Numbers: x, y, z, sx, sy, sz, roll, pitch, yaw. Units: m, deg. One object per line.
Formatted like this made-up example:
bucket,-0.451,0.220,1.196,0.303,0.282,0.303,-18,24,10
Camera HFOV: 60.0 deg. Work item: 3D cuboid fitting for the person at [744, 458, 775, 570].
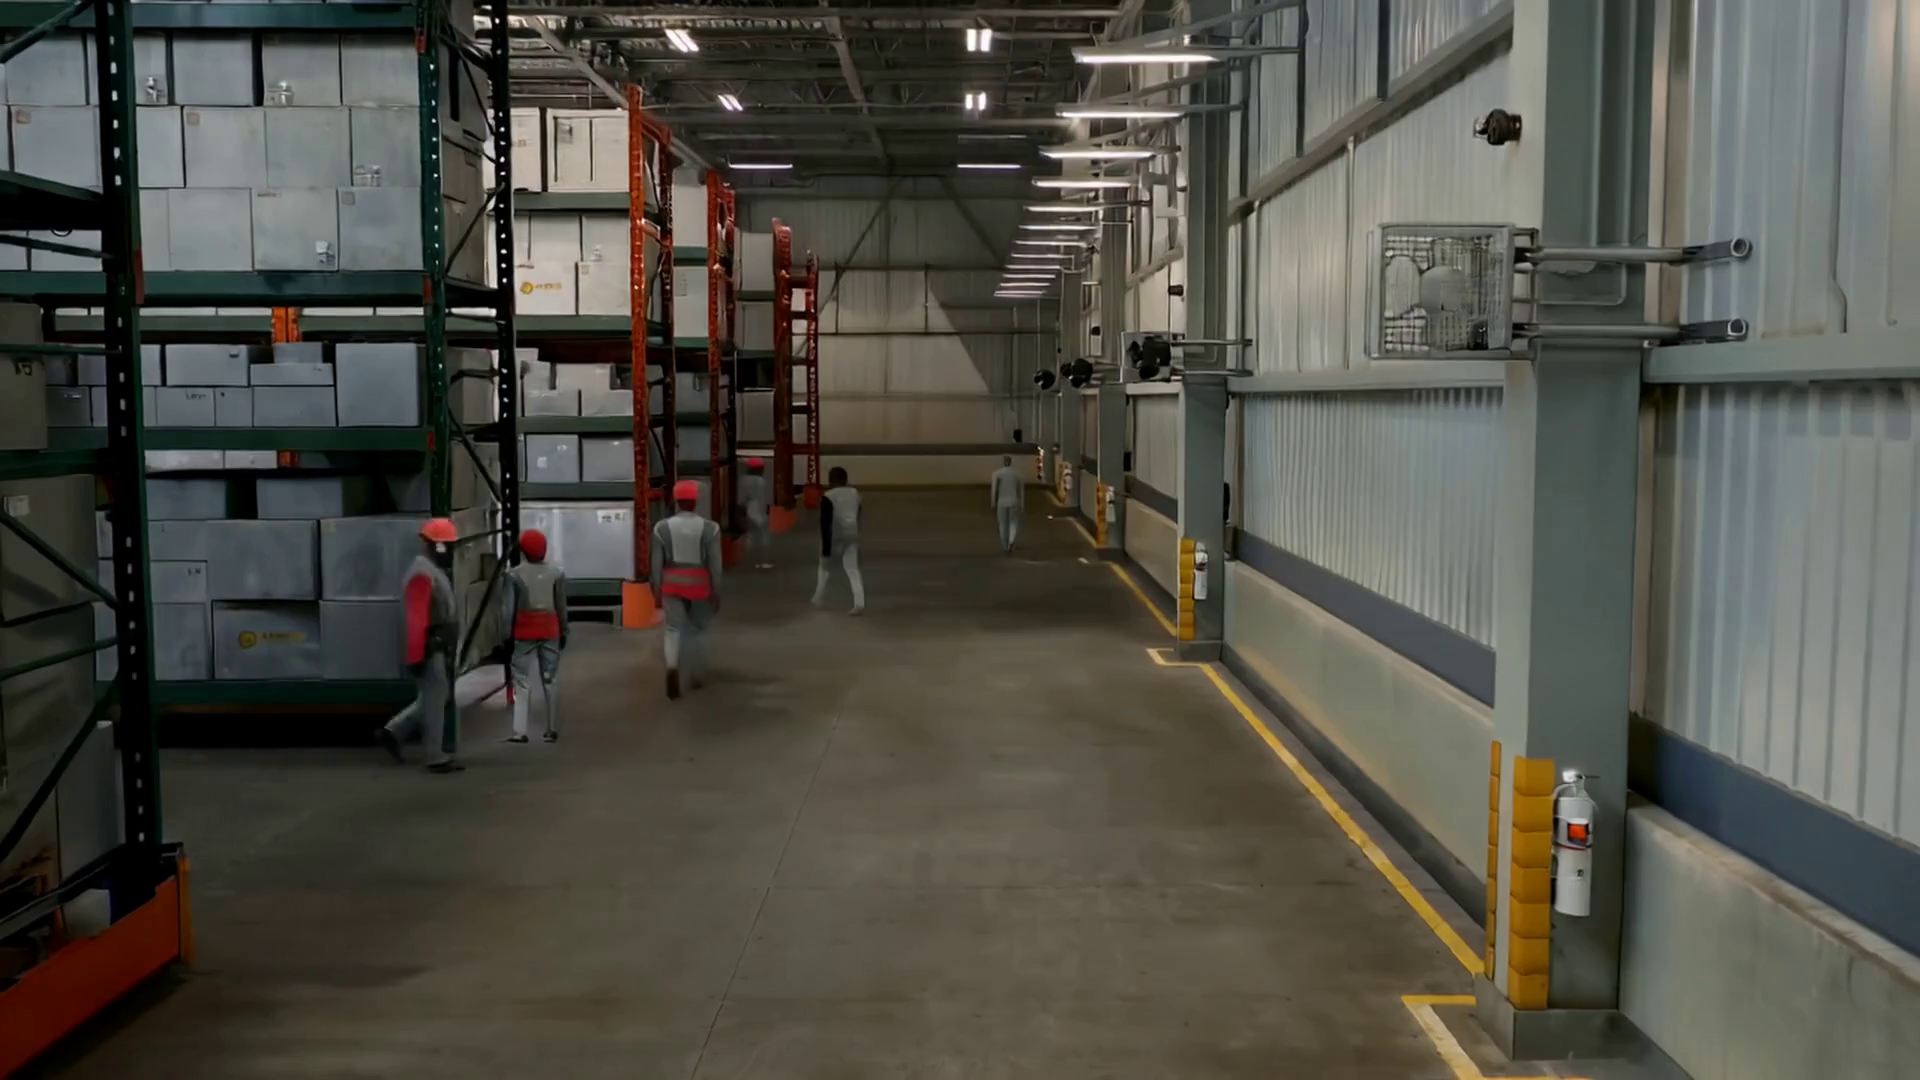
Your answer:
person,-3.053,-0.390,25.245,0.466,1.707,0.543,-4,7,-42

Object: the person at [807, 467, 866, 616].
person,-1.458,0.015,20.020,0.646,1.792,0.953,-5,7,-43

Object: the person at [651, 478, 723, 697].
person,-2.387,0.425,14.518,0.616,1.922,0.812,0,5,-4

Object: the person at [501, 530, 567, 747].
person,-3.204,0.736,12.557,0.522,1.632,0.317,-4,6,-40

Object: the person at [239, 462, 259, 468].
person,-7.698,0.110,18.146,0.607,1.917,0.581,0,5,-1

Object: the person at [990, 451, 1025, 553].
person,0.794,-0.628,27.793,0.579,1.735,0.573,0,5,1

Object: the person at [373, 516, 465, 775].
person,-3.749,0.738,11.538,0.620,1.803,0.617,-1,5,-7
